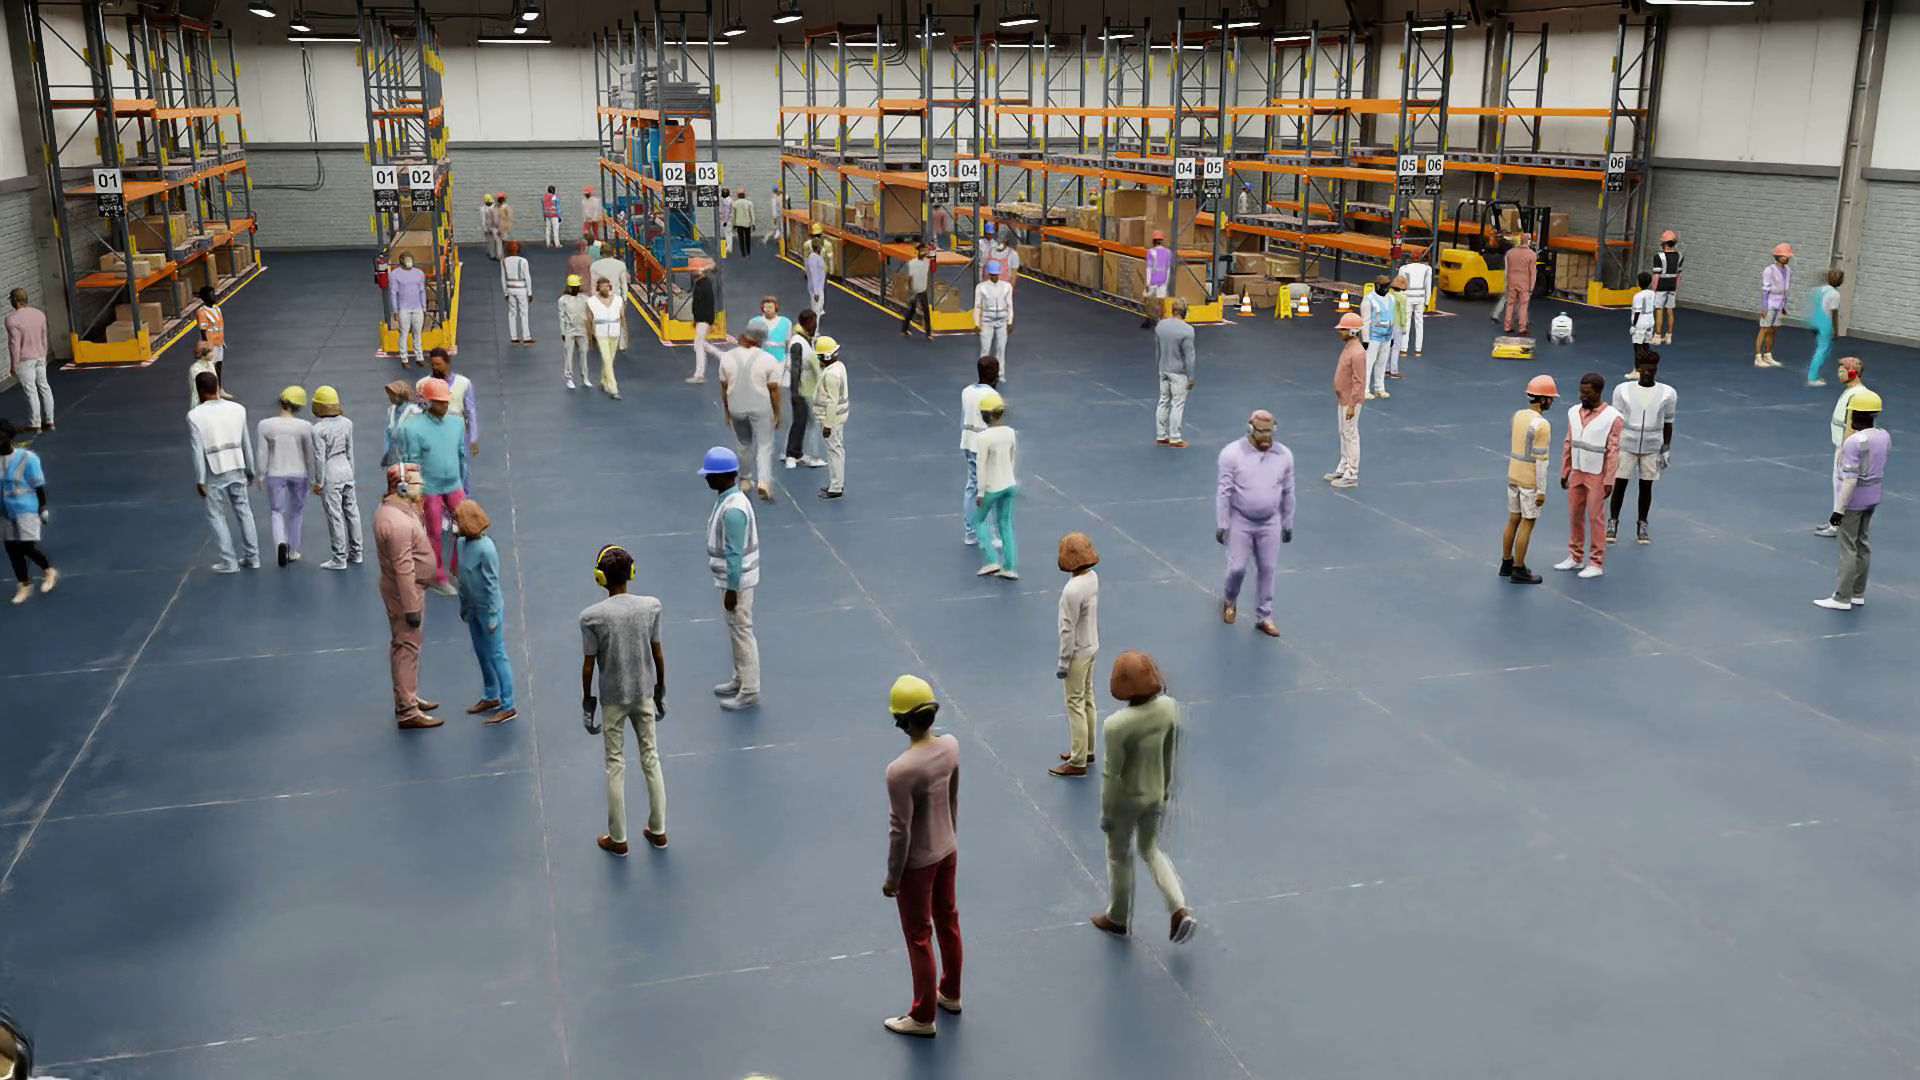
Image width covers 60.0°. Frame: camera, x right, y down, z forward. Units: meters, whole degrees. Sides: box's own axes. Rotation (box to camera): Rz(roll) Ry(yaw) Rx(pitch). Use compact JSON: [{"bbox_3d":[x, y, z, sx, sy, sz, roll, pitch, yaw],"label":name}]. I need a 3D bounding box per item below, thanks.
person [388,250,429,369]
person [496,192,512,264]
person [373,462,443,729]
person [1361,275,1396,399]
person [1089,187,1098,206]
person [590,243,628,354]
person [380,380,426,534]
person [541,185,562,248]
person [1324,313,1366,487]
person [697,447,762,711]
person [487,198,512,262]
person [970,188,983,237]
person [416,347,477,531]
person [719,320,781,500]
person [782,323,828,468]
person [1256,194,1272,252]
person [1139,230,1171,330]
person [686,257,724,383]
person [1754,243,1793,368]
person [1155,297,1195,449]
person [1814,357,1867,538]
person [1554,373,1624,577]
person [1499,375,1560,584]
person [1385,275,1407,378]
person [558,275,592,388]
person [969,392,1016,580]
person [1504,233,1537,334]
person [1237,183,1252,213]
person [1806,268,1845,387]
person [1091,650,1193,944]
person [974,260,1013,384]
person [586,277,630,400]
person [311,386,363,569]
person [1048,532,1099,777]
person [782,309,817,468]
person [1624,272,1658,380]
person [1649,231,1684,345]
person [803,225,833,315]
[{"bbox_3d":[-9.066,-3.794,27.410,0.372,1.940,0.630,14,20,42],"label":"person"},{"bbox_3d":[-12.291,-8.396,44.765,0.397,1.918,0.567,-3,15,-12],"label":"person"},{"bbox_3d":[-3.894,0.385,11.769,0.396,1.900,0.647,-6,16,-22],"label":"person"},{"bbox_3d":[6.202,-3.003,24.646,0.619,1.836,0.431,-10,18,-32],"label":"person"},{"bbox_3d":[4.049,-9.805,50.385,0.342,1.749,0.573,-2,15,-8],"label":"person"},{"bbox_3d":[-6.081,-4.177,28.852,0.638,1.937,0.356,-6,16,-21],"label":"person"},{"bbox_3d":[-5.611,-0.796,16.746,0.518,1.609,0.743,14,20,42],"label":"person"},{"bbox_3d":[-12.178,-9.661,49.703,0.623,1.835,0.431,6,16,23],"label":"person"},{"bbox_3d":[4.448,-1.608,19.074,0.381,1.994,0.617,0,15,0],"label":"person"},{"bbox_3d":[-1.673,0.270,12.133,0.422,1.938,0.602,-4,15,-14],"label":"person"},{"bbox_3d":[-12.438,-8.401,44.980,0.646,1.833,1.027,-7,16,-24],"label":"person"},{"bbox_3d":[0.531,-10.653,53.403,0.345,1.844,0.507,12,19,39],"label":"person"},{"bbox_3d":[-5.341,-1.092,17.383,0.604,1.876,1.017,-2,15,-7],"label":"person"},{"bbox_3d":[-2.339,-1.477,18.494,0.723,2.000,0.868,3,15,12],"label":"person"},{"bbox_3d":[-1.881,-1.740,20.090,0.591,1.730,0.382,12,19,38],"label":"person"},{"bbox_3d":[8.271,-8.478,45.168,0.516,1.872,0.327,12,19,39],"label":"person"},{"bbox_3d":[3.725,-4.984,31.936,0.585,1.907,0.771,-8,17,-27],"label":"person"},{"bbox_3d":[-3.974,-3.465,26.104,0.753,1.968,0.616,-5,16,-20],"label":"person"},{"bbox_3d":[13.491,-3.873,27.507,0.609,2.044,0.394,-8,17,-28],"label":"person"},{"bbox_3d":[2.733,-2.110,21.106,0.387,1.928,0.638,-12,19,-37],"label":"person"},{"bbox_3d":[9.000,-0.936,16.864,0.401,1.830,0.580,7,16,25],"label":"person"},{"bbox_3d":[5.872,-0.617,15.522,0.399,1.908,0.599,-8,17,-28],"label":"person"},{"bbox_3d":[5.235,-0.554,15.249,0.385,1.930,0.539,-3,15,-11],"label":"person"},{"bbox_3d":[6.959,-3.413,26.580,0.280,1.628,0.503,-5,16,-18],"label":"person"},{"bbox_3d":[-5.909,-3.211,25.600,0.484,1.739,0.319,-10,18,-32],"label":"person"},{"bbox_3d":[0.311,-0.486,15.321,0.446,1.746,0.564,13,19,39],"label":"person"},{"bbox_3d":[10.614,-4.841,31.435,0.404,1.899,0.632,-12,19,-37],"label":"person"},{"bbox_3d":[8.408,-9.588,49.211,0.397,1.939,0.602,1,15,3],"label":"person"},{"bbox_3d":[13.364,-3.265,25.619,0.489,1.826,0.543,0,15,1],"label":"person"},{"bbox_3d":[0.943,1.353,8.639,0.516,1.617,0.556,-11,19,-36],"label":"person"},{"bbox_3d":[0.530,-3.378,25.857,0.607,1.936,0.422,-4,15,-13],"label":"person"},{"bbox_3d":[-5.293,-3.043,24.860,0.583,1.802,0.970,-9,18,-32],"label":"person"},{"bbox_3d":[-5.927,-0.596,15.746,0.290,1.746,0.487,6,16,21],"label":"person"},{"bbox_3d":[0.763,0.747,10.925,0.282,1.625,0.495,6,16,21],"label":"person"},{"bbox_3d":[-1.930,-1.840,20.136,0.419,1.903,0.625,2,15,6],"label":"person"},{"bbox_3d":[10.809,-3.395,26.372,0.530,1.696,0.322,-11,19,-36],"label":"person"},{"bbox_3d":[12.701,-4.539,30.012,0.608,2.045,0.391,-5,16,-17],"label":"person"},{"bbox_3d":[-2.885,-5.477,33.869,0.596,1.879,0.961,-1,15,-5],"label":"person"}]
